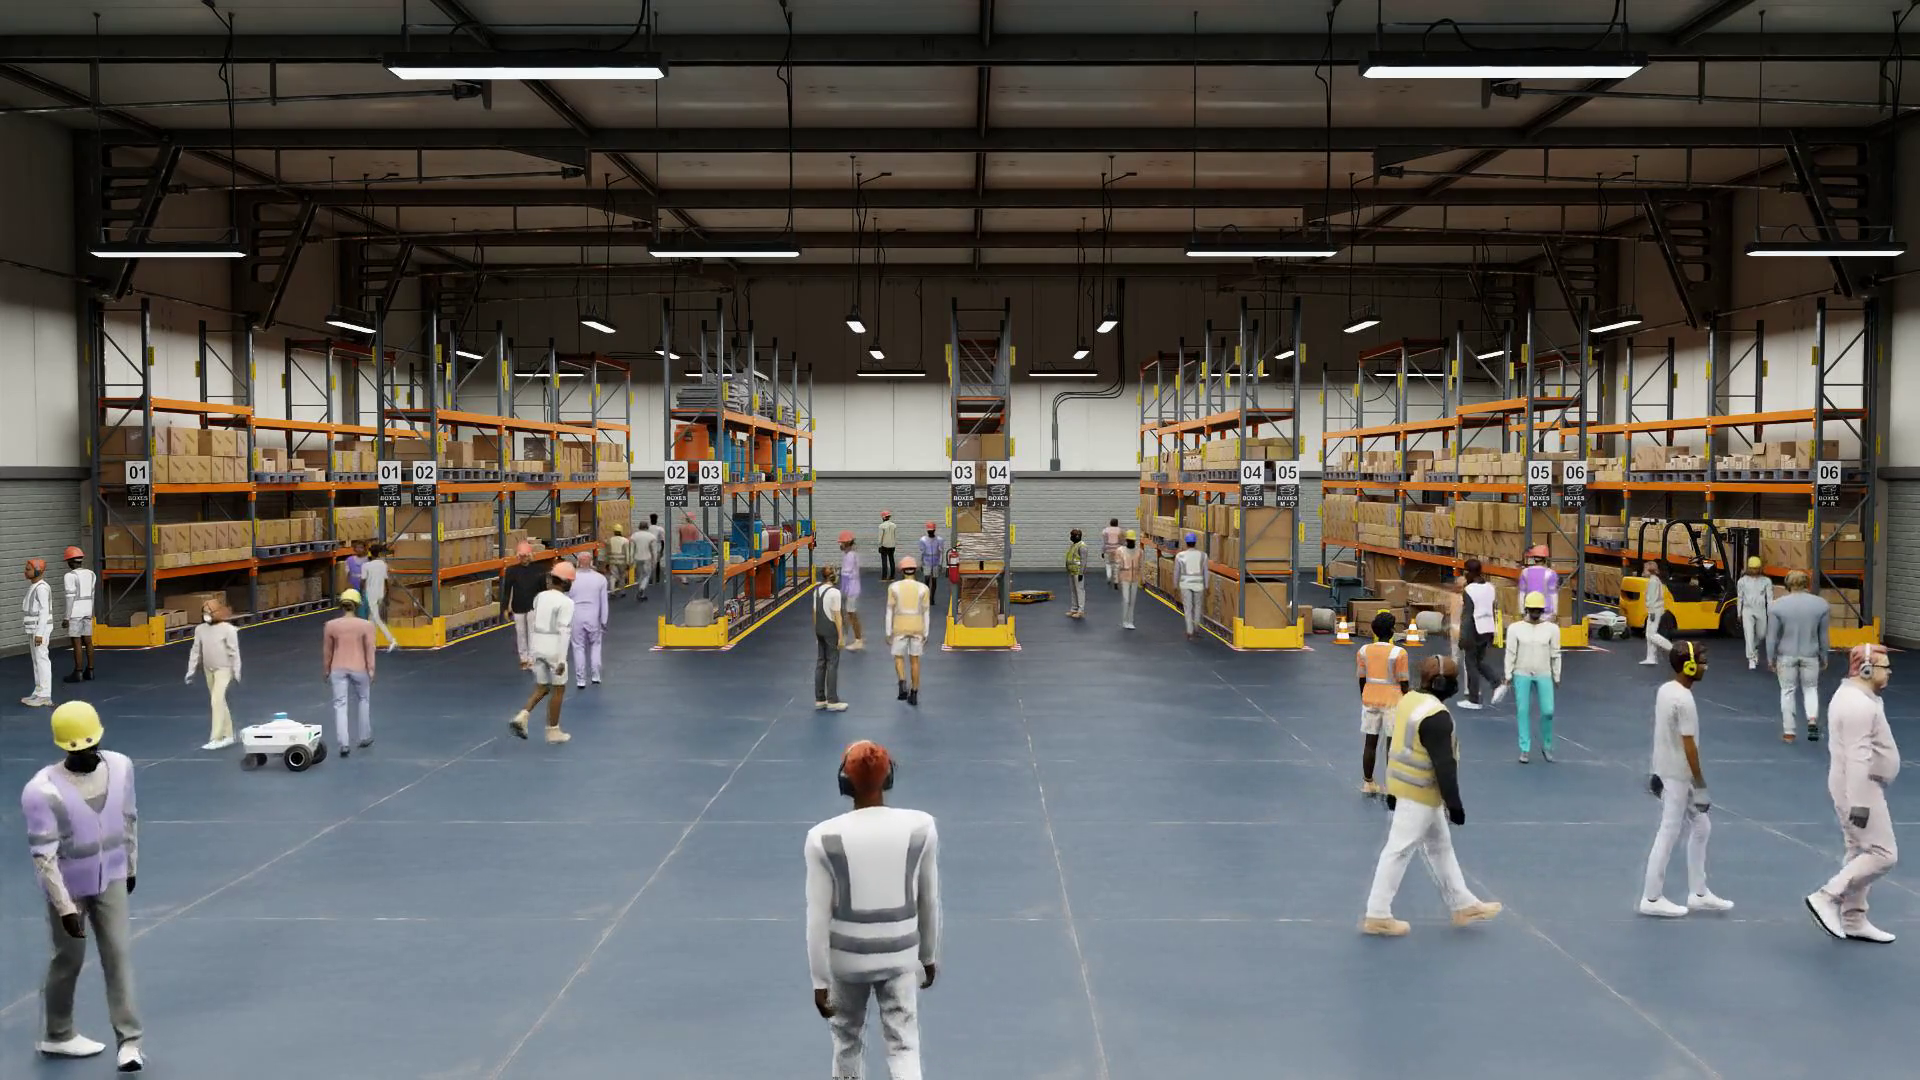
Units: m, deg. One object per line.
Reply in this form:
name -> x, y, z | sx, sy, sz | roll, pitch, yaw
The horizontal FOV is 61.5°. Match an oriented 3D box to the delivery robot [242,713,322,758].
delivery robot -> -6.827, 1.983, 16.252 | 0.707, 0.478, 0.477 | 0, 2, -3

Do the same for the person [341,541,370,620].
person -> -10.656, 0.909, 28.726 | 0.570, 1.803, 0.959 | 0, 2, 5

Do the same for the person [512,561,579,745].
person -> -4.495, 1.237, 17.668 | 0.629, 2.008, 0.710 | 2, 3, 35

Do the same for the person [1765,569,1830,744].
person -> 9.155, 1.276, 17.651 | 0.649, 1.927, 0.572 | 1, 2, 14

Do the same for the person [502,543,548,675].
person -> -6.486, 1.017, 24.094 | 0.651, 1.935, 1.051 | 0, 2, -11

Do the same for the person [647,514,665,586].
person -> -8.244, 0.259, 43.410 | 0.617, 1.910, 0.991 | 0, 2, -9

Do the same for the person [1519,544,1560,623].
person -> 8.627, 1.026, 24.068 | 0.551, 1.922, 0.494 | 2, 3, 43

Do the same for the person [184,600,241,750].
person -> -8.045, 1.448, 17.339 | 0.514, 1.605, 0.734 | 1, 2, 19

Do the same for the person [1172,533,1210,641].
person -> 4.125, 0.832, 28.973 | 0.645, 1.909, 0.909 | 0, 2, -1

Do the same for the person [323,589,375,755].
person -> -6.500, 1.387, 17.229 | 0.542, 1.729, 0.840 | 0, 2, -11

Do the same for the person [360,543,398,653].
person -> -9.689, 0.965, 26.871 | 0.923, 1.834, 0.516 | 1, 3, 26

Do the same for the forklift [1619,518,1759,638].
forklift -> 13.417, 0.684, 29.791 | 2.313, 2.155, 1.214 | 0, 2, 0

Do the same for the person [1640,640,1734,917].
person -> 4.903, 1.588, 10.753 | 0.753, 1.845, 0.569 | 0, 2, 11

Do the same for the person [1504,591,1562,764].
person -> 5.890, 1.405, 16.607 | 0.556, 1.761, 0.362 | 1, 2, 18

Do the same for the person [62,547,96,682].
person -> -12.647, 1.060, 23.123 | 0.373, 1.928, 0.543 | 0, 2, 10

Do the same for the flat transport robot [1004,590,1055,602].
flat transport robot -> 1.617, 1.312, 37.824 | 0.652, 0.197, 1.431 | 1, 3, 30

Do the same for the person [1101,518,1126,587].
person -> 4.094, 0.322, 42.915 | 0.663, 1.825, 0.537 | 0, 2, 7

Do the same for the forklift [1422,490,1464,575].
forklift -> 13.926, -0.371, 47.846 | 1.873, 2.768, 1.129 | 0, 2, 0

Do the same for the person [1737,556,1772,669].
person -> 12.202, 1.093, 24.828 | 0.499, 1.719, 0.702 | 1, 2, 18

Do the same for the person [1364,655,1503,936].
person -> 3.045, 1.634, 10.367 | 0.966, 1.787, 0.628 | 0, 2, 2

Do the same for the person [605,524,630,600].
person -> -8.177, 0.517, 38.493 | 0.604, 1.795, 0.910 | 0, 2, 0

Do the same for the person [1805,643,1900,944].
person -> 5.669, 1.591, 10.153 | 0.442, 1.891, 0.669 | 1, 3, 26

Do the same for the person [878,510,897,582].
person -> -2.035, 0.167, 44.872 | 0.616, 1.987, 0.406 | -2, 3, -42

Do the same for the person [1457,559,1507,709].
person -> 6.586, 1.183, 20.394 | 0.636, 1.898, 0.555 | -2, 3, -40

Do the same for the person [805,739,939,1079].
person -> -0.347, 1.753, 6.660 | 0.576, 1.854, 0.858 | 0, 2, -12

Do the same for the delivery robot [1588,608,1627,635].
delivery robot -> 11.704, 1.466, 29.201 | 0.477, 0.478, 0.707 | -1, 3, -19

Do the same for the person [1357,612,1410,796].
person -> 3.877, 1.504, 14.753 | 0.318, 1.700, 0.535 | -2, 3, -44

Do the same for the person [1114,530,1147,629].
person -> 3.283, 0.764, 30.775 | 0.613, 1.906, 0.629 | -1, 2, -16

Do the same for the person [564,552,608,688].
person -> -5.246, 1.103, 22.511 | 0.655, 1.889, 0.609 | -1, 2, -14

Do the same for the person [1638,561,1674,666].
person -> 10.784, 1.136, 24.892 | 0.535, 1.620, 0.543 | 1, 3, 29

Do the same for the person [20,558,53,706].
person -> -11.855, 1.176, 20.736 | 0.356, 1.884, 0.574 | -2, 3, -39

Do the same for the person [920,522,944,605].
person -> -0.633, 0.542, 36.524 | 0.547, 1.898, 0.854 | 0, 2, -3

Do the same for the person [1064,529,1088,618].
person -> 2.409, 0.689, 33.526 | 0.429, 1.844, 0.627 | -1, 2, -20

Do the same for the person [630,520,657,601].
person -> -7.429, 0.489, 37.780 | 0.672, 1.910, 0.647 | 0, 2, 8

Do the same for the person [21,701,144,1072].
person -> -4.296, 1.698, 7.968 | 0.845, 1.852, 0.633 | 2, 3, 34

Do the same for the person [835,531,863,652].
person -> -1.966, 0.861, 27.057 | 0.763, 2.019, 0.610 | 0, 2, -3

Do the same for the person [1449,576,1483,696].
person -> 6.637, 1.273, 21.530 | 0.626, 1.618, 0.520 | -1, 2, -15

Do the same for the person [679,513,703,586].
person -> -7.206, 0.249, 43.275 | 0.615, 1.946, 0.995 | 1, 2, 13

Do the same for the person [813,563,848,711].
person -> -1.643, 1.212, 20.311 | 0.327, 1.842, 0.517 | -2, 3, -41

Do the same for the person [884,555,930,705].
person -> -0.688, 1.159, 20.858 | 0.612, 1.912, 0.469 | 0, 2, -10
